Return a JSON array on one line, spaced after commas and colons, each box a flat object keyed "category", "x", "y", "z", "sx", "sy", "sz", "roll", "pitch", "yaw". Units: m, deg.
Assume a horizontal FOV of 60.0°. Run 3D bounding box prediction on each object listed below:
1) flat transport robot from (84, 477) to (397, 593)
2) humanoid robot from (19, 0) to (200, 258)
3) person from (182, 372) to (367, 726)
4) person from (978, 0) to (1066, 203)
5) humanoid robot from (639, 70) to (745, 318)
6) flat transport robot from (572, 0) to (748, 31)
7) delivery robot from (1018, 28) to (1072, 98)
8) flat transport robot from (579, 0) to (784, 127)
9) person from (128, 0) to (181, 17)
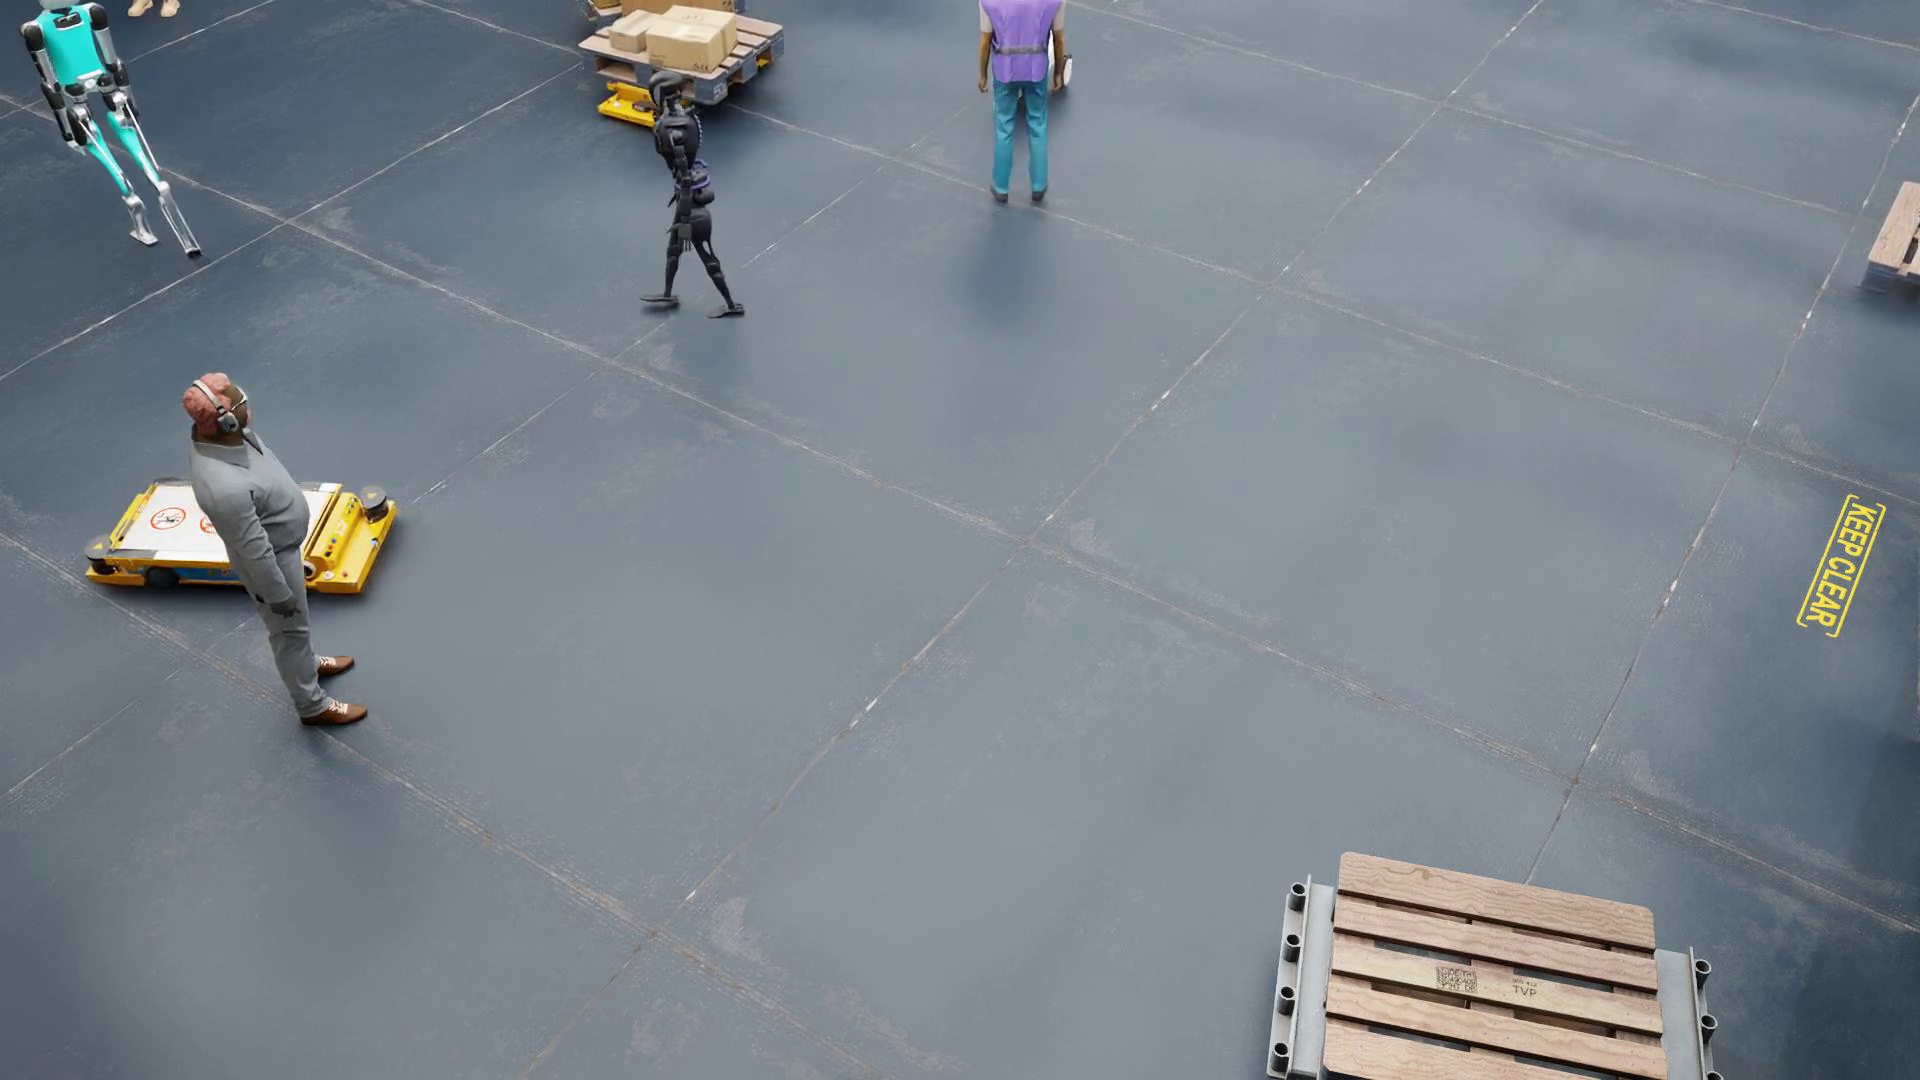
[{"category": "flat transport robot", "x": -3.798, "y": -0.025, "z": 8.807, "sx": 1.431, "sy": 0.231, "sz": 0.659, "roll": 2, "pitch": 42, "yaw": 2}, {"category": "humanoid robot", "x": -5.342, "y": -2.565, "z": 10.623, "sx": 0.802, "sy": 1.878, "sz": 0.546, "roll": 28, "pitch": 49, "yaw": 28}, {"category": "person", "x": -3.092, "y": 0.055, "z": 7.486, "sx": 0.413, "sy": 1.912, "sz": 0.650, "roll": -16, "pitch": 44, "yaw": -18}, {"category": "person", "x": 0.406, "y": -3.096, "z": 11.063, "sx": 0.569, "sy": 1.840, "sz": 0.373, "roll": -3, "pitch": 42, "yaw": -3}, {"category": "humanoid robot", "x": -1.693, "y": -2.039, "z": 10.014, "sx": 0.640, "sy": 1.641, "sz": 0.594, "roll": -9, "pitch": 43, "yaw": -10}, {"category": "flat transport robot", "x": -2.468, "y": -4.286, "z": 13.576, "sx": 0.659, "sy": 0.231, "sz": 1.431, "roll": -19, "pitch": 45, "yaw": -20}, {"category": "delivery robot", "x": 0.527, "y": -3.601, "z": 12.609, "sx": 0.499, "sy": 0.614, "sz": 0.815, "roll": 14, "pitch": 44, "yaw": 15}, {"category": "flat transport robot", "x": -2.092, "y": -3.576, "z": 12.781, "sx": 0.659, "sy": 0.231, "sz": 1.431, "roll": 19, "pitch": 45, "yaw": 20}, {"category": "person", "x": -6.711, "y": -5.070, "z": 13.347, "sx": 0.497, "sy": 1.741, "sz": 0.313, "roll": 3, "pitch": 42, "yaw": 3}]
